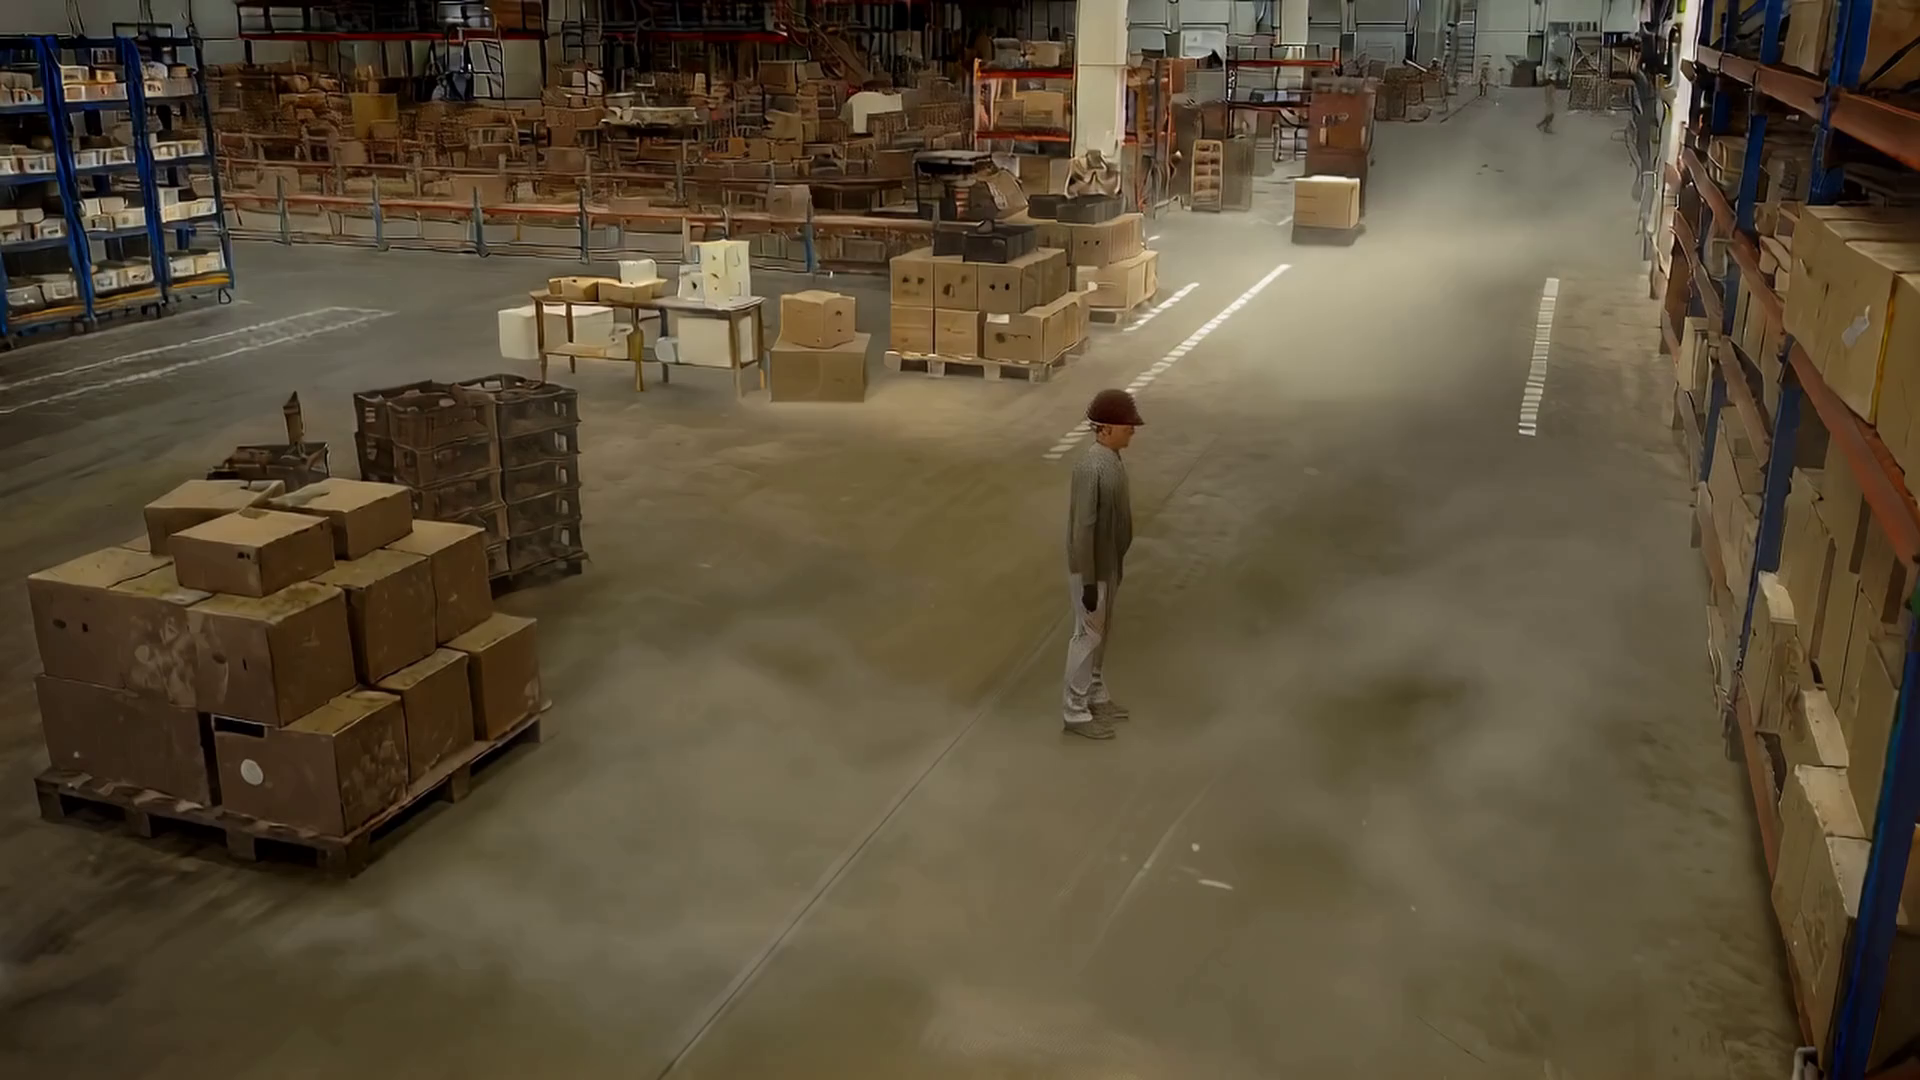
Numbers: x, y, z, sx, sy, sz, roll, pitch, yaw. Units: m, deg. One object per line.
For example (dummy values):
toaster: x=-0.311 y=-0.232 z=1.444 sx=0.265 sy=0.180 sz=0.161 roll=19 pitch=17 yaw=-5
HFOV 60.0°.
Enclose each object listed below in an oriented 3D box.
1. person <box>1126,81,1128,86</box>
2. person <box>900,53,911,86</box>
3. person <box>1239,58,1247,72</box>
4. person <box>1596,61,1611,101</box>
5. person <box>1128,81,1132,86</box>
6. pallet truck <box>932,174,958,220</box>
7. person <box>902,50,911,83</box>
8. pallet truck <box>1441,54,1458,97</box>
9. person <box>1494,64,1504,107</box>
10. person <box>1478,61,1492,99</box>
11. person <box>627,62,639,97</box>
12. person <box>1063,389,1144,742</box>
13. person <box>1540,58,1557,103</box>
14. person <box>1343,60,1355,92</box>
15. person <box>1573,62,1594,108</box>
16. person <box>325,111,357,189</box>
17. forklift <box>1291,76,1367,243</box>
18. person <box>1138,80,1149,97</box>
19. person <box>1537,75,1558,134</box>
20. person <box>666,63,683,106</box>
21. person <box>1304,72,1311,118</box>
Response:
person: x=5.373 y=-14.070 z=54.118 sx=0.623 sy=1.792 sz=0.903 roll=6 pitch=19 yaw=18
person: x=-2.763 y=-23.858 z=84.737 sx=0.559 sy=1.904 sz=0.925 roll=4 pitch=18 yaw=13
person: x=14.051 y=-23.212 z=82.861 sx=0.977 sy=1.799 sz=0.616 roll=8 pitch=19 yaw=24
person: x=28.793 y=-20.472 z=74.274 sx=0.532 sy=1.786 sz=0.954 roll=-9 pitch=20 yaw=-27
person: x=6.070 y=-16.121 z=60.254 sx=0.395 sy=1.989 sz=0.619 roll=-2 pitch=18 yaw=-5
pallet truck: x=-0.507 y=-5.292 z=27.348 sx=0.653 sy=1.274 sz=1.630 roll=6 pitch=19 yaw=19
person: x=-3.008 y=-26.819 z=94.147 sx=0.632 sy=1.822 sz=0.733 roll=-8 pitch=19 yaw=-23
pallet truck: x=22.765 y=-21.886 z=78.355 sx=0.823 sy=1.965 sz=1.885 roll=-4 pitch=18 yaw=-14
person: x=22.926 y=-19.305 z=70.659 sx=0.297 sy=1.744 sz=0.484 roll=8 pitch=19 yaw=24
person: x=24.333 y=-21.328 z=77.095 sx=0.529 sy=1.694 sz=0.321 roll=8 pitch=19 yaw=22
person: x=-13.800 y=-19.154 z=69.985 sx=0.624 sy=1.867 sz=0.590 roll=6 pitch=19 yaw=19
person: x=0.793 y=0.137 z=9.188 sx=0.409 sy=1.987 sz=0.608 roll=5 pitch=18 yaw=17
person: x=25.921 y=-20.209 z=73.216 sx=0.388 sy=1.919 sz=0.594 roll=-15 pitch=23 yaw=-38
person: x=17.060 y=-20.093 z=72.922 sx=0.514 sy=1.876 sz=0.328 roll=7 pitch=19 yaw=22
person: x=26.190 y=-19.018 z=69.561 sx=0.826 sy=1.868 sz=0.628 roll=7 pitch=19 yaw=21
person: x=-14.309 y=-8.889 z=37.939 sx=0.801 sy=1.736 sz=0.530 roll=-3 pitch=18 yaw=-9
forklift: x=6.598 y=-6.755 z=29.381 sx=1.129 sy=2.768 sz=1.873 roll=6 pitch=19 yaw=19
person: x=6.357 y=-14.885 z=56.904 sx=0.531 sy=1.654 sz=0.873 roll=7 pitch=19 yaw=22
person: x=19.429 y=-14.375 z=54.903 sx=0.556 sy=1.901 sz=0.582 roll=1 pitch=18 yaw=4
person: x=-11.090 y=-17.476 z=64.493 sx=0.614 sy=2.017 sz=0.921 roll=-9 pitch=20 yaw=-27
person: x=13.174 y=-16.787 z=62.791 sx=0.600 sy=1.721 sz=0.379 roll=-2 pitch=18 yaw=-8
